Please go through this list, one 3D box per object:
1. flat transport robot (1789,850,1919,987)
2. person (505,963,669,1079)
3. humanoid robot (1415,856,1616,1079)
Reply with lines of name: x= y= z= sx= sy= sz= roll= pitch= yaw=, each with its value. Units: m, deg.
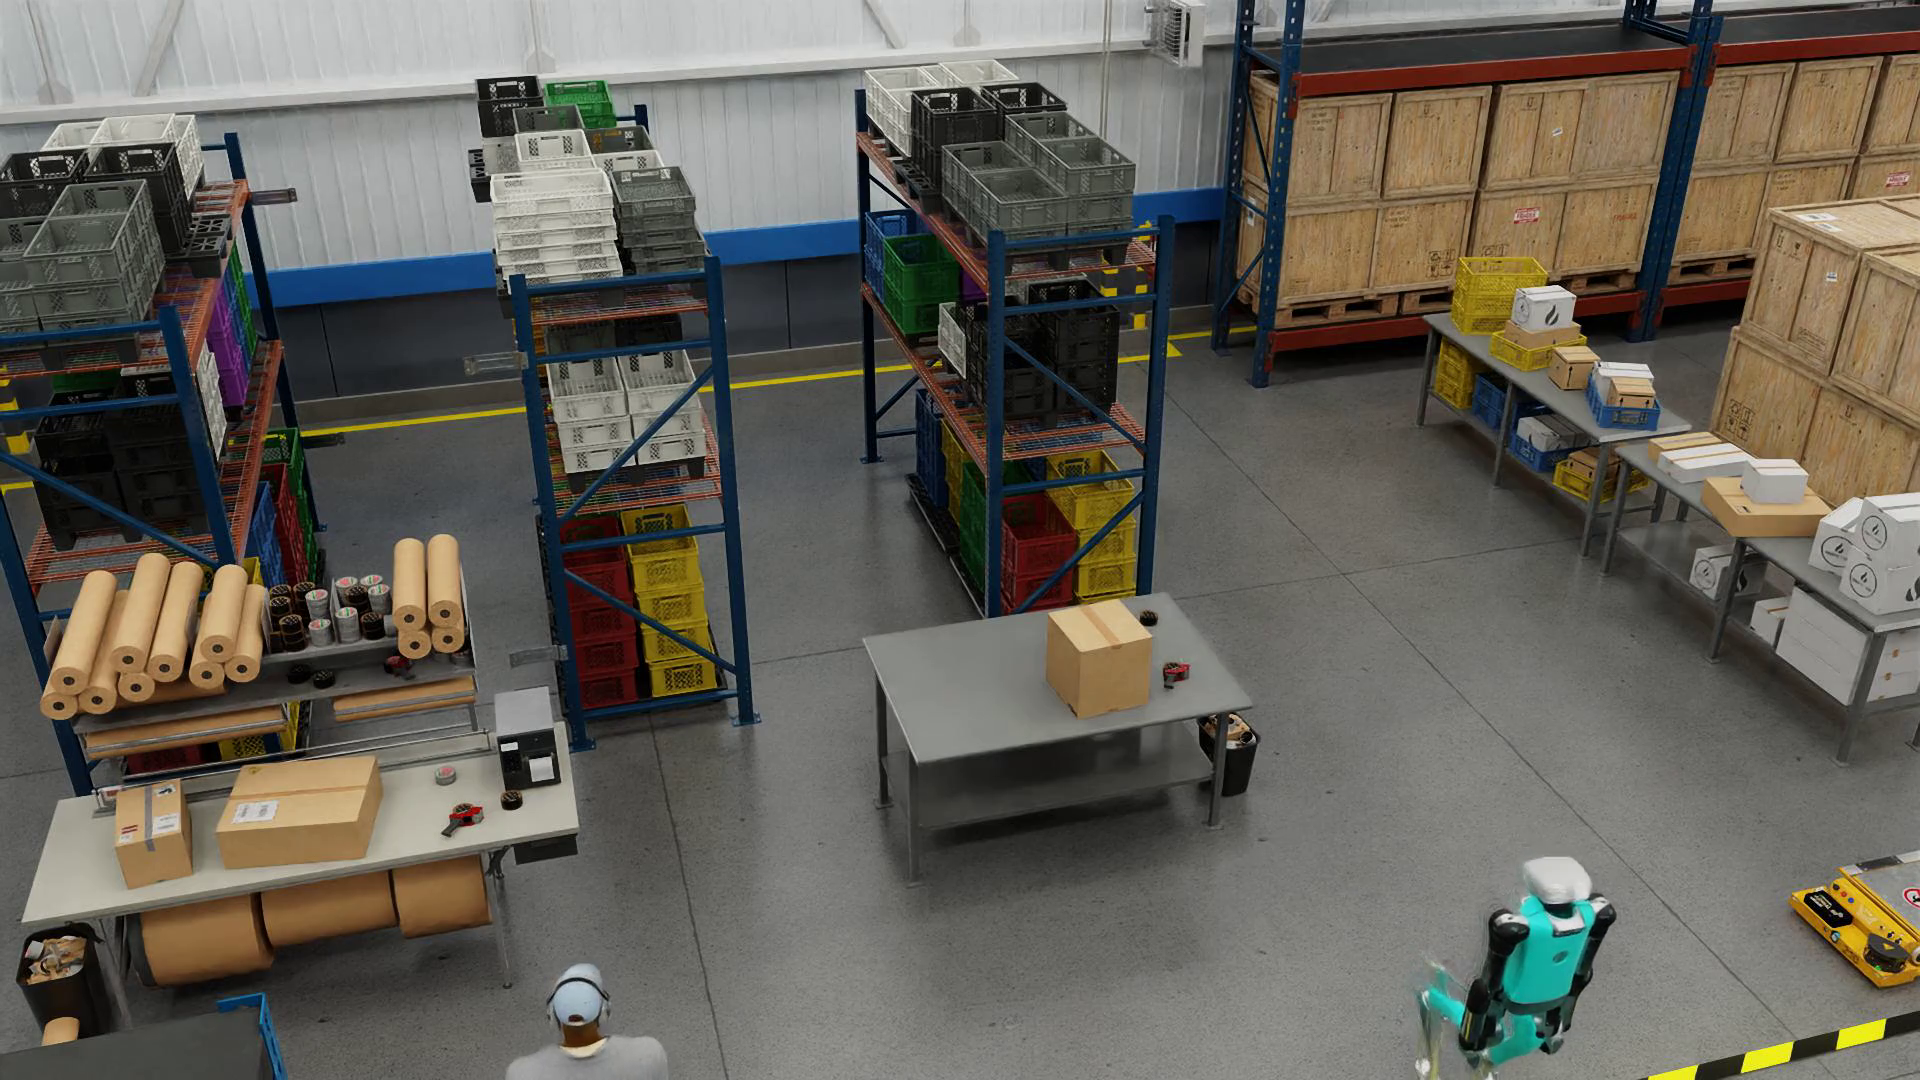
flat transport robot: x=5.163 y=1.916 z=8.676 sx=1.431 sy=0.231 sz=0.659 roll=-8 pitch=30 yaw=-14
person: x=-1.352 y=2.332 z=6.275 sx=0.596 sy=1.850 sz=0.395 roll=-7 pitch=30 yaw=-13
humanoid robot: x=2.281 y=1.944 z=7.141 sx=0.542 sy=1.748 sz=1.043 roll=-8 pitch=30 yaw=-13
